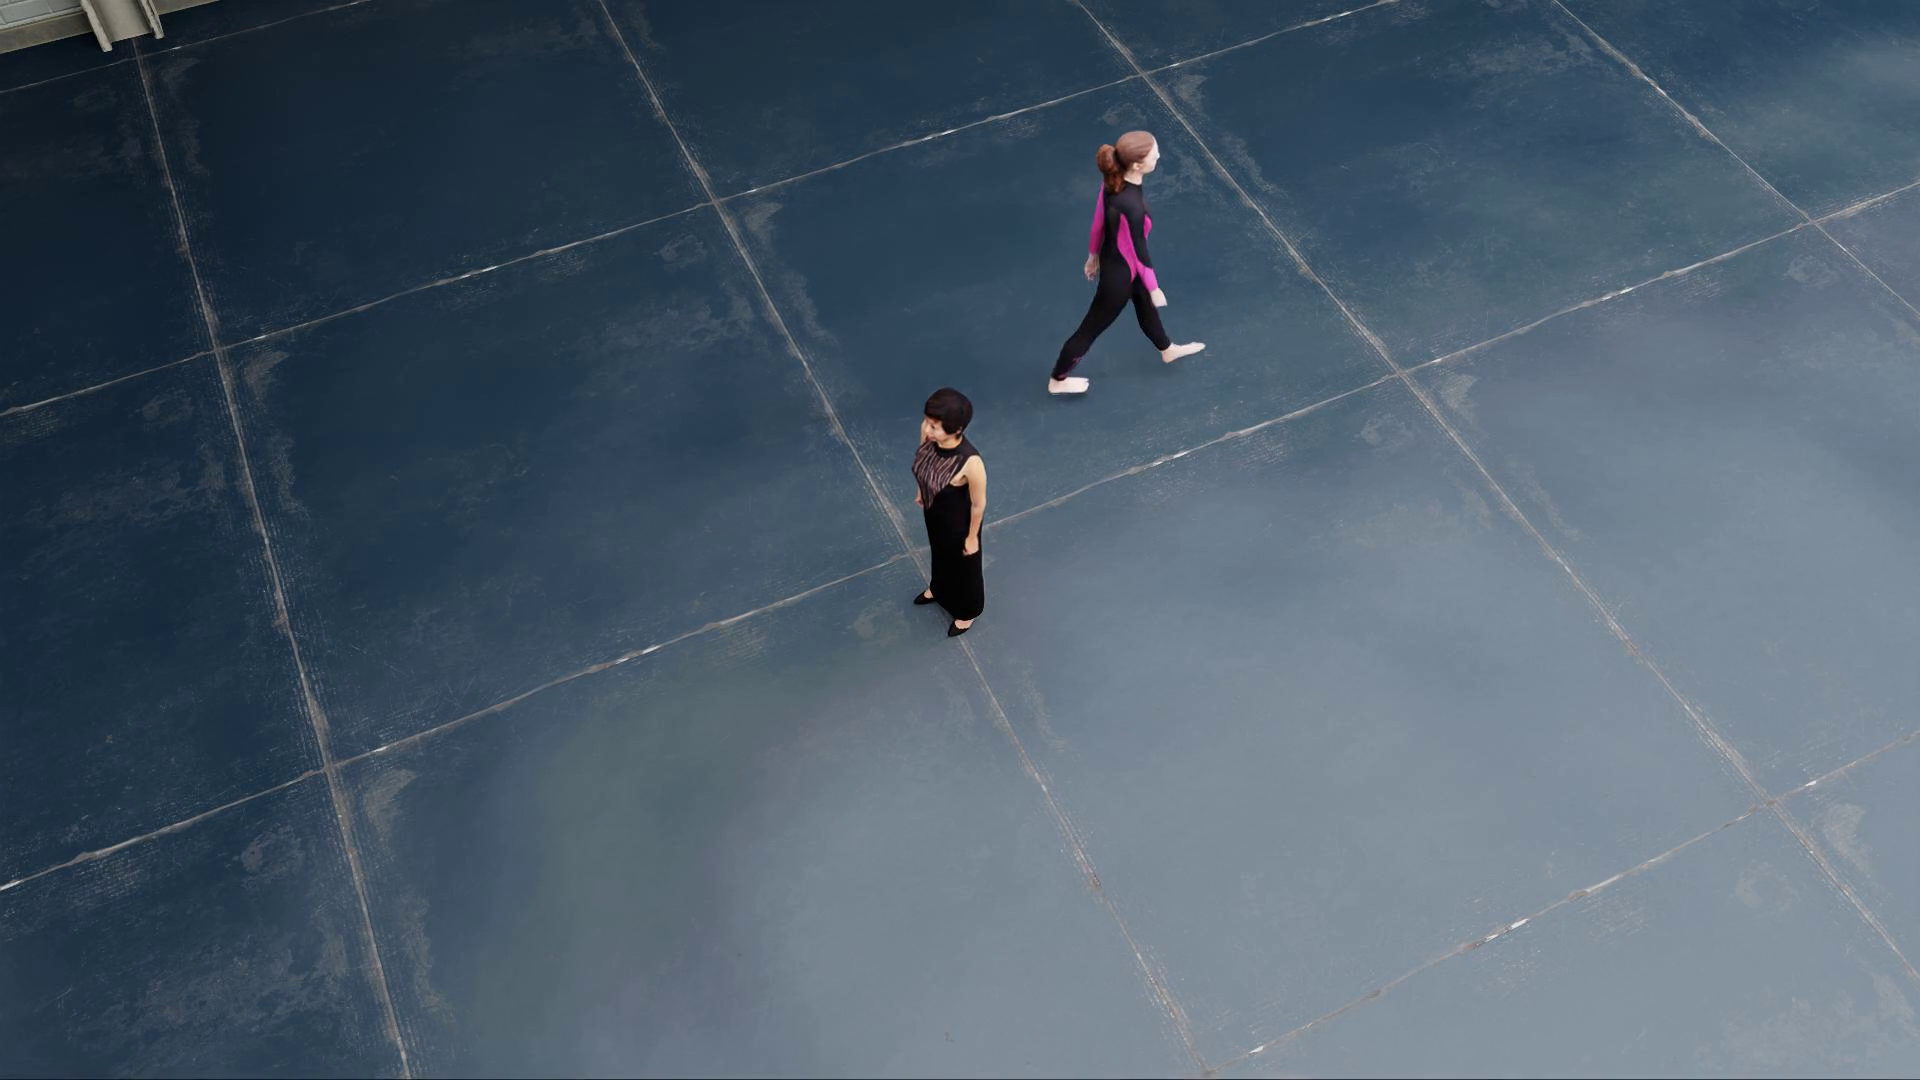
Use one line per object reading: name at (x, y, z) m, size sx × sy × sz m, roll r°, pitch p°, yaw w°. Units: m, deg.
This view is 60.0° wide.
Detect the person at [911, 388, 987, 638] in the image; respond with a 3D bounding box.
person at (-0.033, -0.128, 7.702) m, size 0.594 × 1.603 × 0.632 m, roll -33°, pitch 59°, yaw -23°

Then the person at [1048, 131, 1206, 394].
person at (0.734, -1.354, 8.592) m, size 1.177 × 1.698 × 0.748 m, roll -8°, pitch 53°, yaw -6°
